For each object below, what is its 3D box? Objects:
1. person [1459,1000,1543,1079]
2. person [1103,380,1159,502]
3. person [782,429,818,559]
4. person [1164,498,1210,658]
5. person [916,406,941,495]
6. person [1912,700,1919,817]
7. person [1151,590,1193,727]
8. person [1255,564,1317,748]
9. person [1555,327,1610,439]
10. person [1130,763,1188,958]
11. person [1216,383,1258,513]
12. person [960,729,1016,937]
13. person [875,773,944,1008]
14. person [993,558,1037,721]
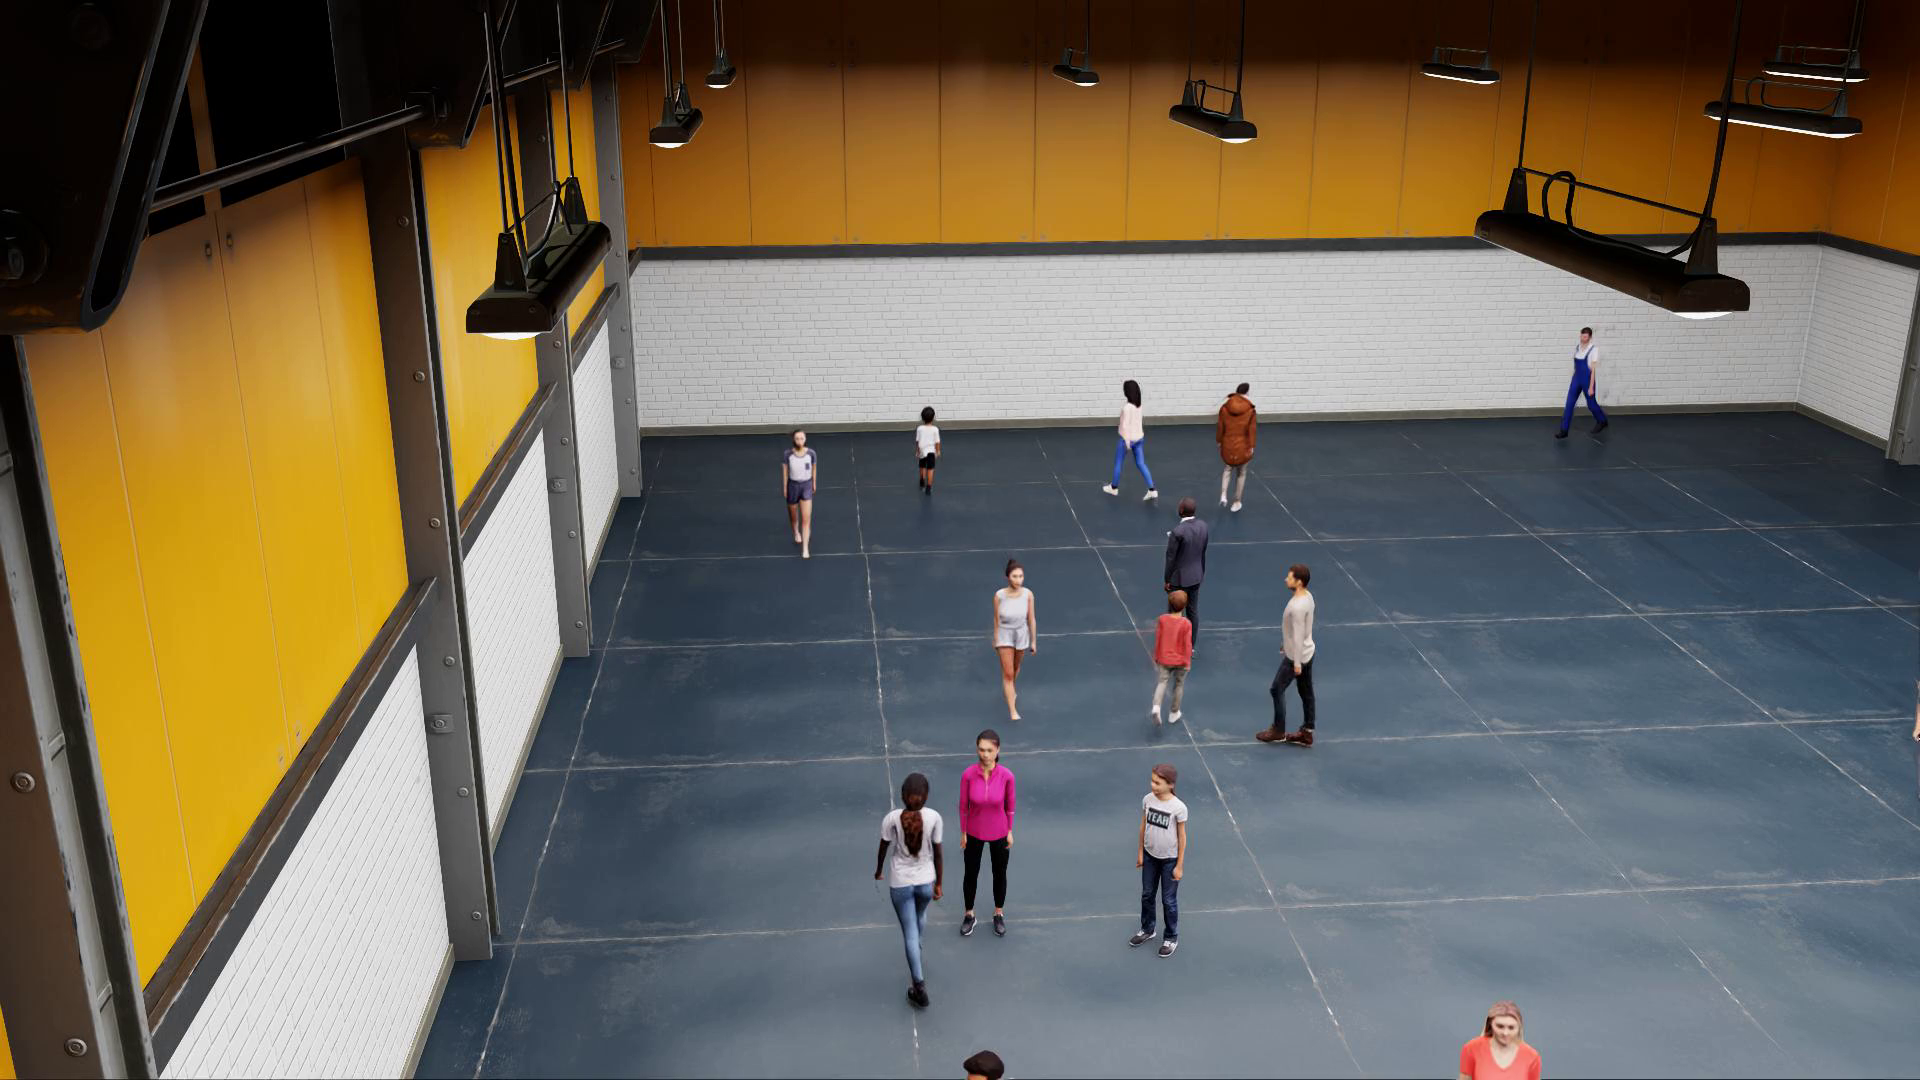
[{"bbox_3d":[3.062,3.362,9.550,0.829,1.645,1.191,4,19,10],"label":"person"},{"bbox_3d":[2.503,-1.368,23.462,1.240,1.729,1.115,18,25,42],"label":"person"},{"bbox_3d":[-2.087,-0.634,21.463,0.617,1.614,1.041,-2,19,-7],"label":"person"},{"bbox_3d":[2.434,0.423,18.001,0.796,1.821,0.797,-12,22,-31],"label":"person"},{"bbox_3d":[-0.468,-1.273,23.950,0.534,1.237,0.784,-1,19,-2],"label":"person"},{"bbox_3d":[8.624,1.648,14.613,0.745,1.661,0.800,9,21,25],"label":"person"},{"bbox_3d":[2.074,1.191,16.382,0.745,1.399,0.873,10,21,27],"label":"person"},{"bbox_3d":[3.315,1.124,15.879,0.909,1.846,0.861,8,20,23],"label":"person"},{"bbox_3d":[10.124,-2.524,26.781,1.133,1.802,1.338,-9,21,-26],"label":"person"},{"bbox_3d":[1.529,2.382,12.587,0.623,1.562,0.675,13,23,34],"label":"person"},{"bbox_3d":[3.793,-1.250,22.967,0.894,1.822,0.946,9,20,24],"label":"person"},{"bbox_3d":[0.208,2.242,12.791,0.605,1.698,0.593,1,19,2],"label":"person"},{"bbox_3d":[-0.320,2.533,11.950,0.726,1.685,1.118,-5,19,-14],"label":"person"},{"bbox_3d":[0.517,0.970,16.785,0.671,1.560,1.114,-4,19,-13],"label":"person"}]
